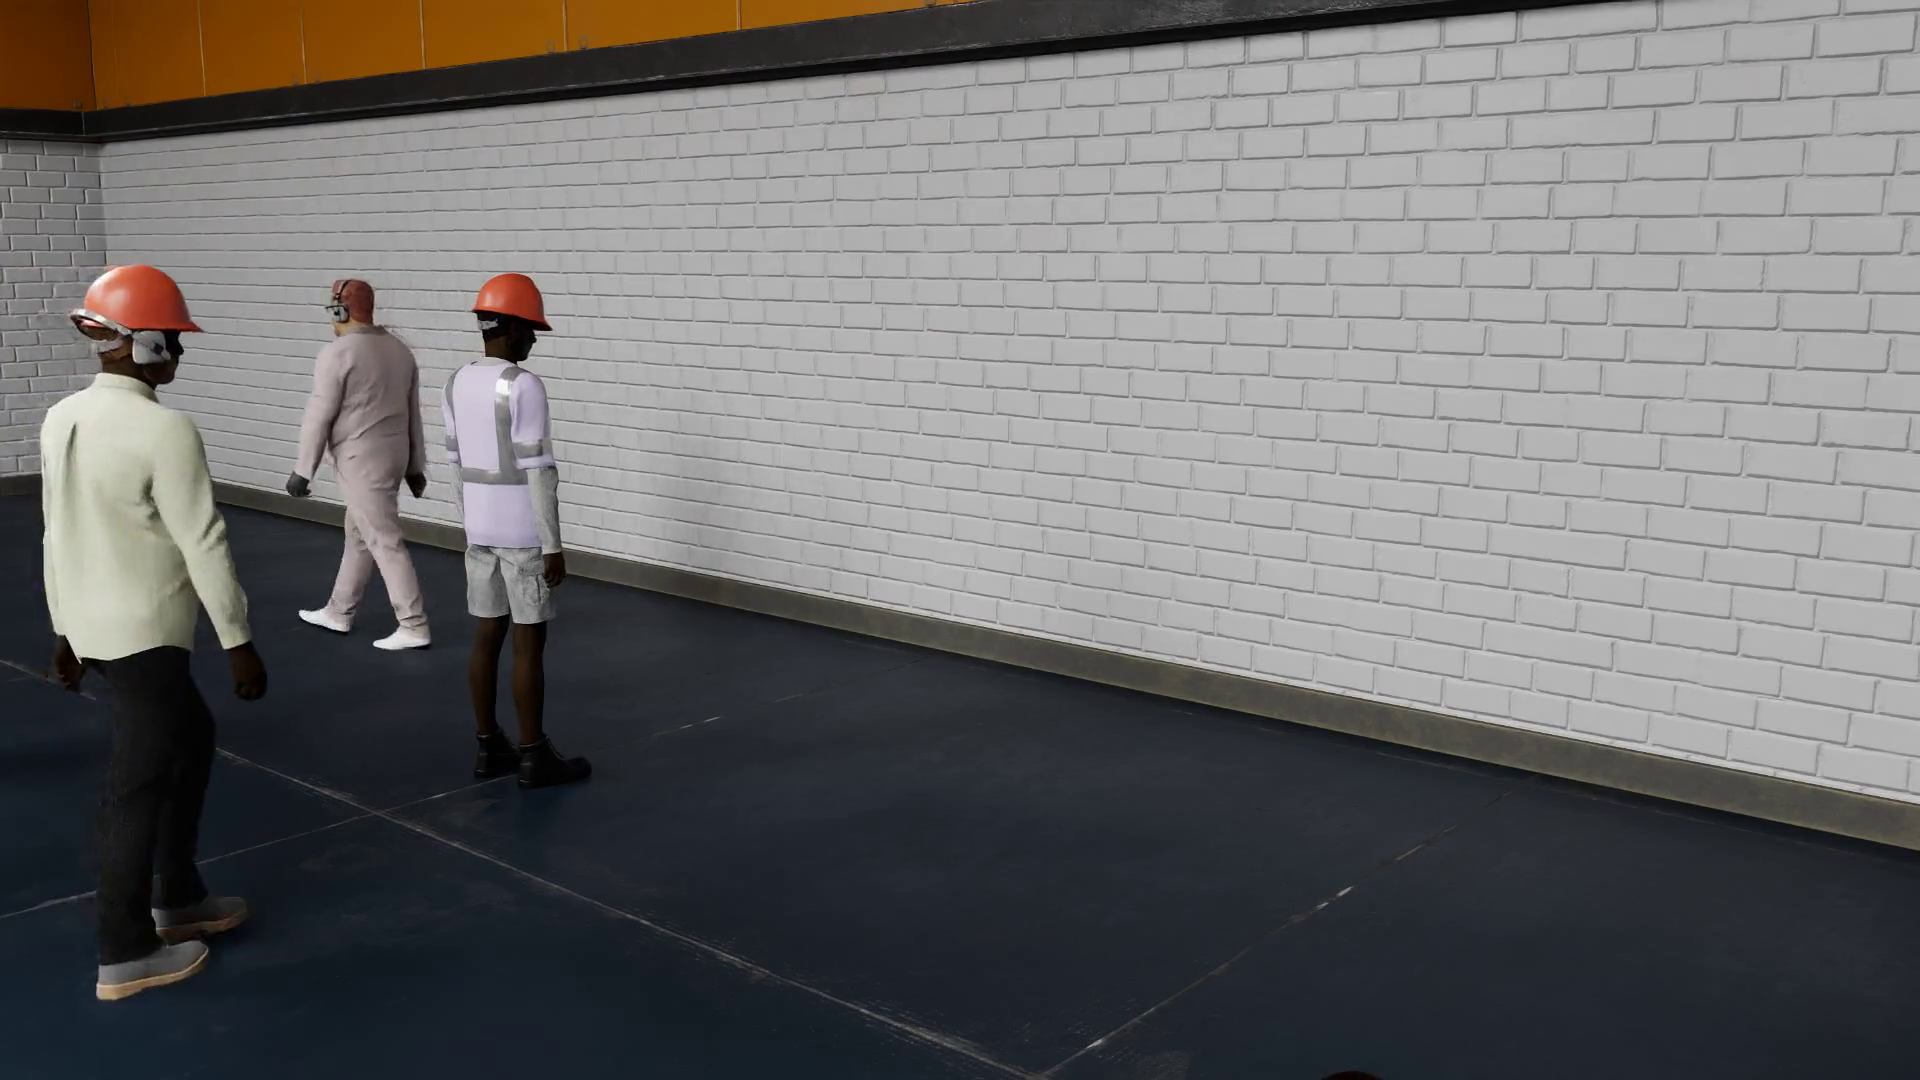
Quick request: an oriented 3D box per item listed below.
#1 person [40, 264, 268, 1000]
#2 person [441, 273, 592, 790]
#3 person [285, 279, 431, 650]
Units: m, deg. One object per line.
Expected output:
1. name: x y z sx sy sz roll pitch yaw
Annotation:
1. person: -2.167 0.240 4.586 0.654 1.967 0.678 8 13 38
2. person: -1.676 -0.029 6.270 0.543 1.928 0.372 7 12 36
3. person: -3.090 -0.370 8.400 0.933 1.862 0.642 2 10 13
